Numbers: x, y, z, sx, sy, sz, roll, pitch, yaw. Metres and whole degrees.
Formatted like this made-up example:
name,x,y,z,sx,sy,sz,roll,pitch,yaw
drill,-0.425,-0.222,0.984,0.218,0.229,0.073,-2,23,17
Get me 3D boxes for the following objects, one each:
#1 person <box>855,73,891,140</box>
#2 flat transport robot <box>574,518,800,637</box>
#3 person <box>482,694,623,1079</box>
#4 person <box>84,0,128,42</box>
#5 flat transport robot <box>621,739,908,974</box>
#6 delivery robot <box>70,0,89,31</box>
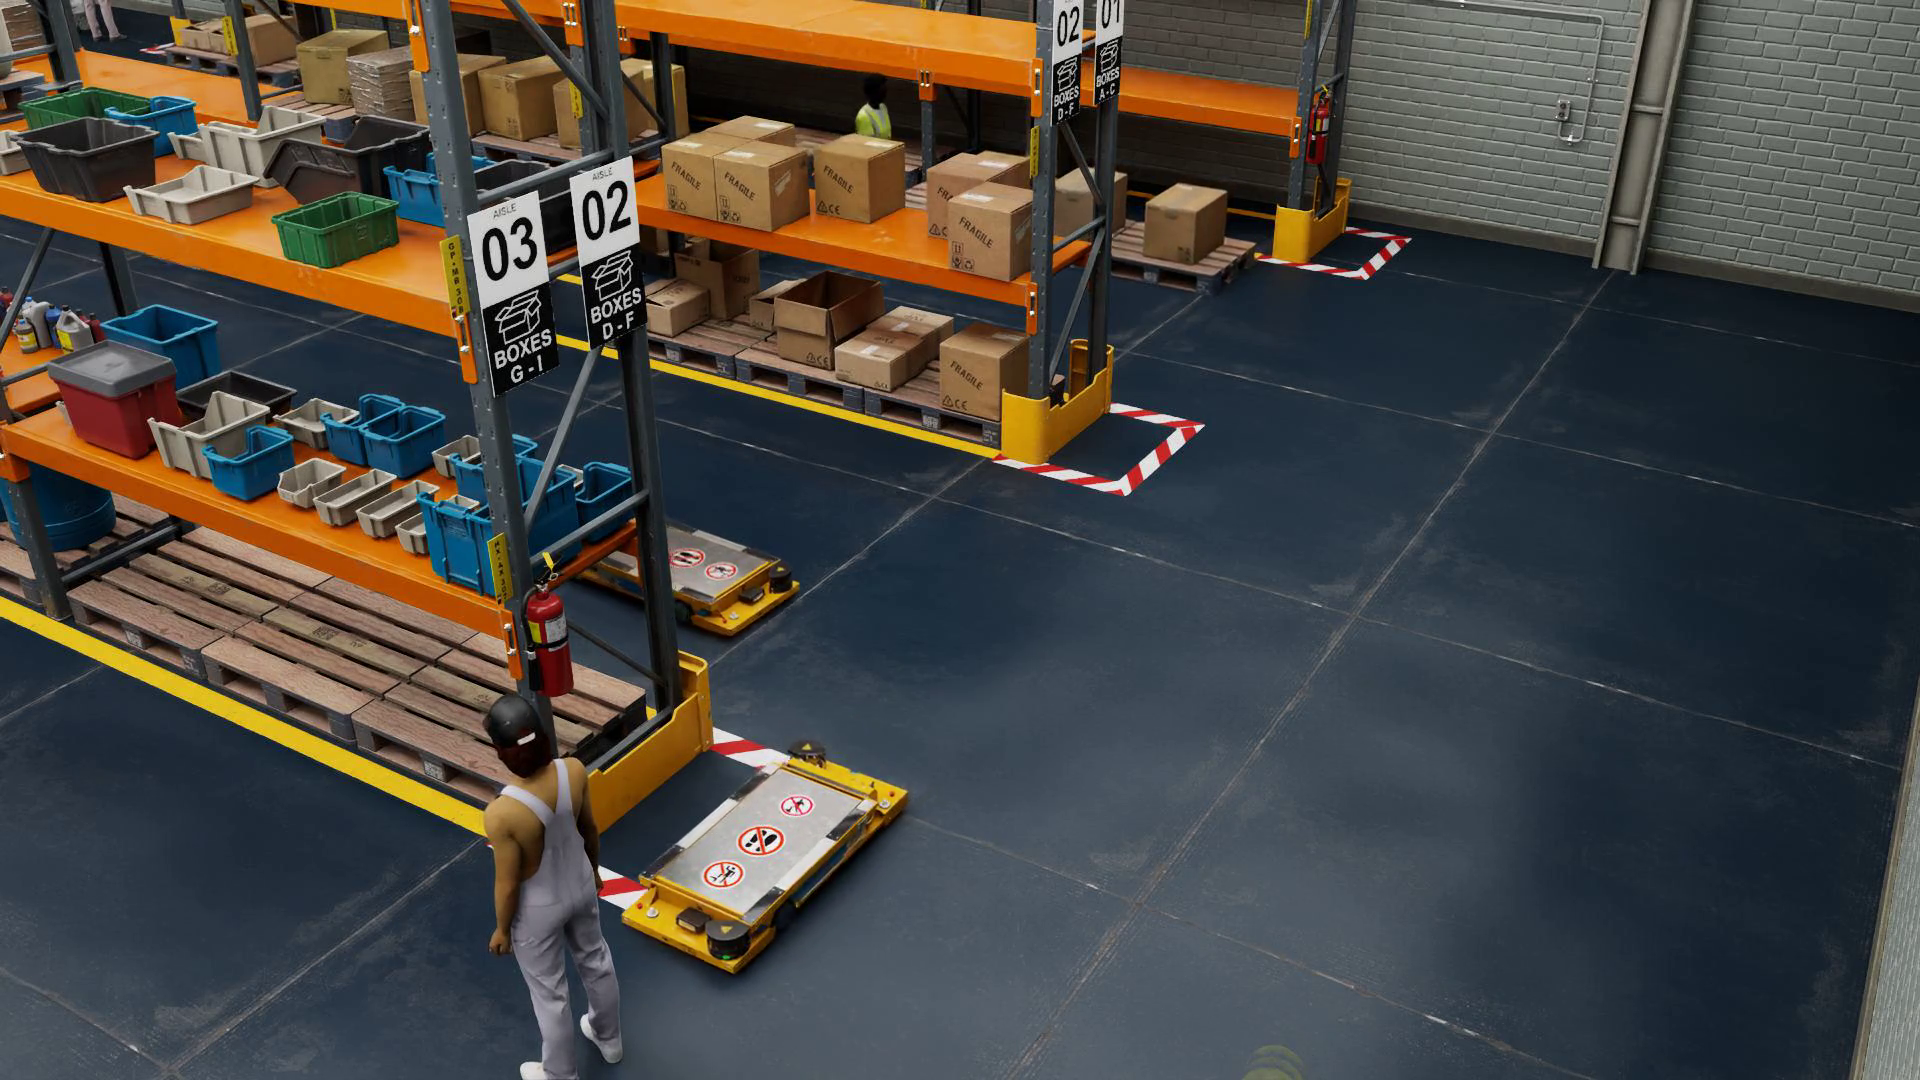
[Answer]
name,x,y,z,sx,sy,sz,roll,pitch,yaw
person,-0.711,-3.472,15.432,0.832,1.664,0.541,14,32,23
flat transport robot,-1.755,0.186,10.300,1.431,0.231,0.659,18,34,29
person,-1.634,1.387,6.514,0.388,1.858,0.519,21,35,33
person,-12.105,-7.875,23.142,0.563,1.847,0.389,3,29,6
flat transport robot,-0.906,1.479,7.979,0.659,0.231,1.431,16,33,27
delivery robot,-12.962,-7.521,23.850,0.499,0.609,0.812,15,33,25
